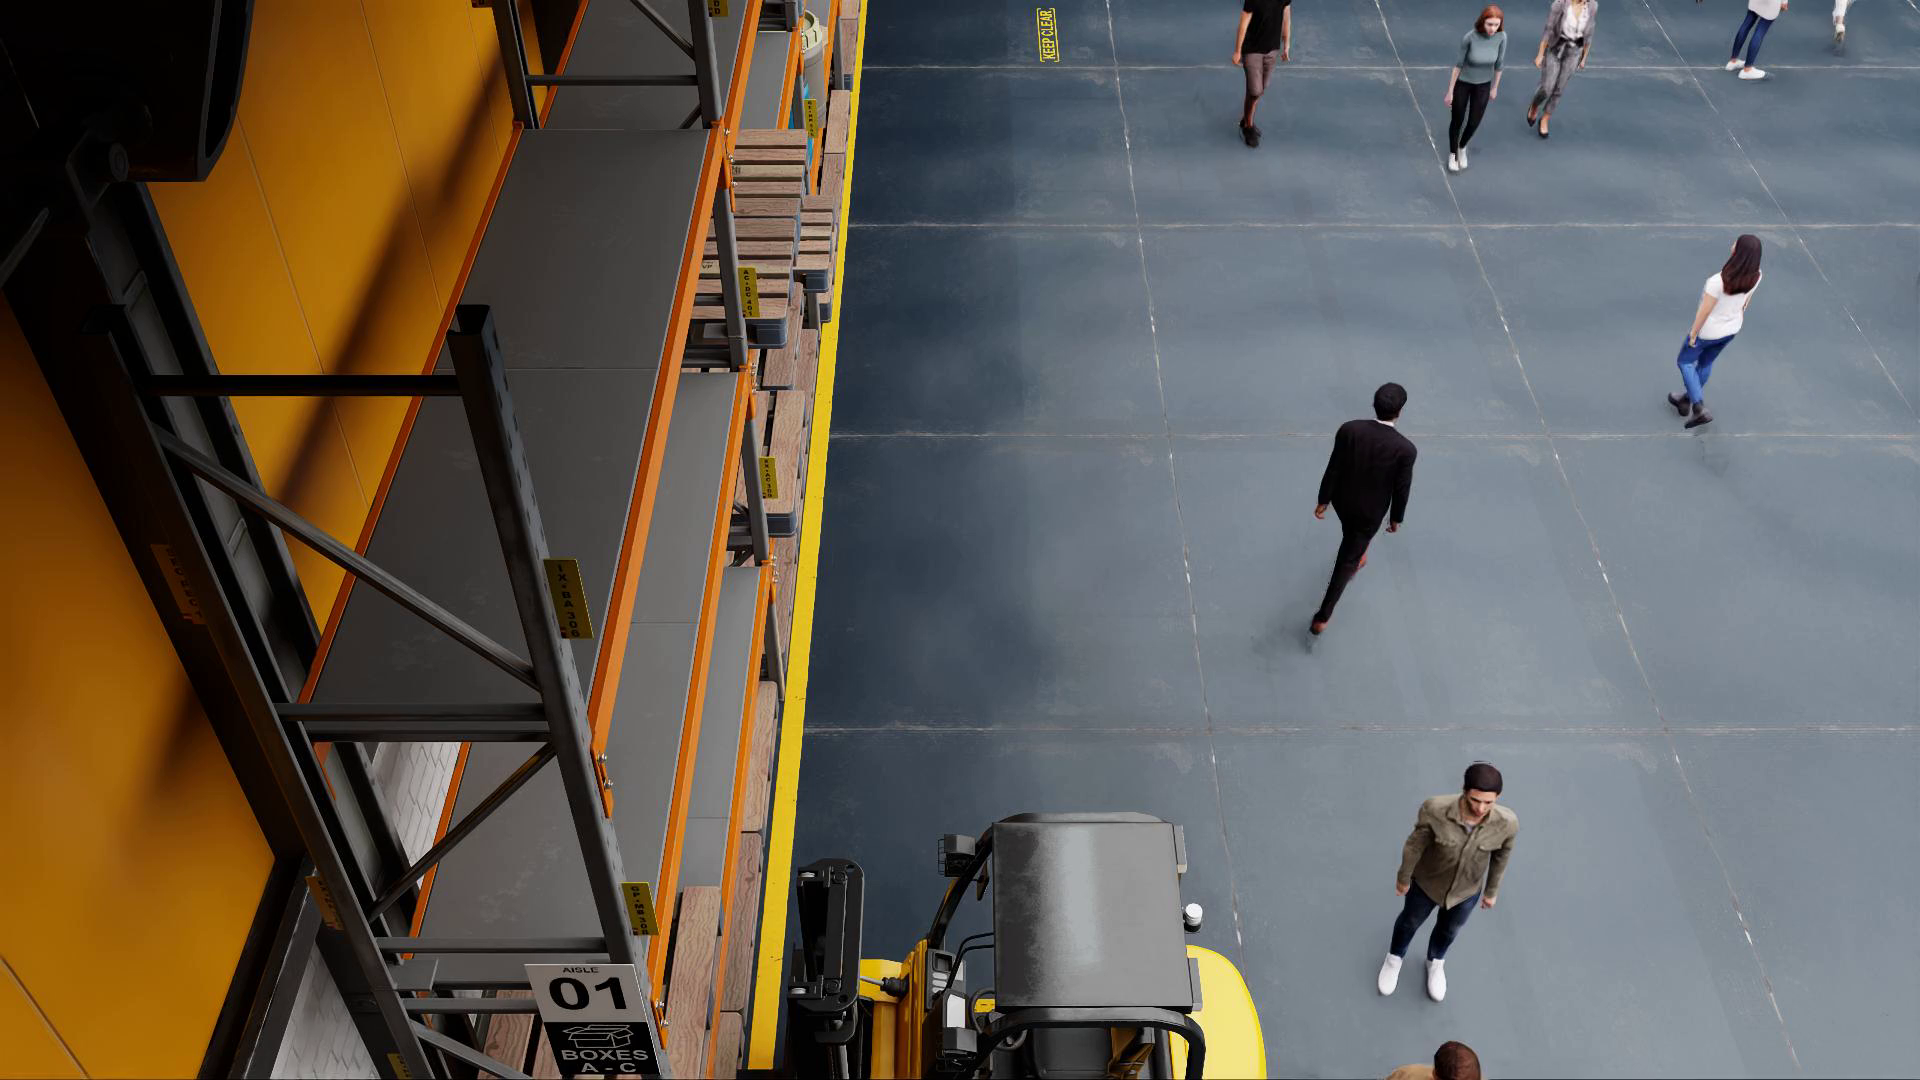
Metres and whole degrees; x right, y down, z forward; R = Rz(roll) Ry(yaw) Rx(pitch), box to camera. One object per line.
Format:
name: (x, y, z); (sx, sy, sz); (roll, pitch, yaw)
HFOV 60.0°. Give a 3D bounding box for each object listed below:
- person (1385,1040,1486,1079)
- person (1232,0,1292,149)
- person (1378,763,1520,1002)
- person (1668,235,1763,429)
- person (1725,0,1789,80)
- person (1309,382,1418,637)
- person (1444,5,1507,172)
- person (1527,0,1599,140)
person: (2.146, 2.801, 7.973); (0.682, 1.833, 0.735); (-1, 44, -1)
person: (2.824, -4.733, 15.871); (0.857, 1.848, 0.893); (-19, 47, -19)
person: (2.633, 1.821, 8.977); (0.746, 1.866, 0.648); (8, 44, 8)
person: (5.771, -1.524, 12.632); (0.717, 1.667, 0.896); (-10, 44, -10)
person: (8.157, -5.534, 16.763); (0.741, 1.775, 0.591); (-14, 45, -14)
person: (2.618, -0.170, 11.097); (1.171, 1.825, 1.361); (25, 49, 24)
person: (4.734, -4.209, 15.416); (0.680, 1.716, 0.679); (7, 44, 7)
person: (5.739, -4.674, 15.942); (0.632, 1.663, 0.611); (-1, 44, -1)
